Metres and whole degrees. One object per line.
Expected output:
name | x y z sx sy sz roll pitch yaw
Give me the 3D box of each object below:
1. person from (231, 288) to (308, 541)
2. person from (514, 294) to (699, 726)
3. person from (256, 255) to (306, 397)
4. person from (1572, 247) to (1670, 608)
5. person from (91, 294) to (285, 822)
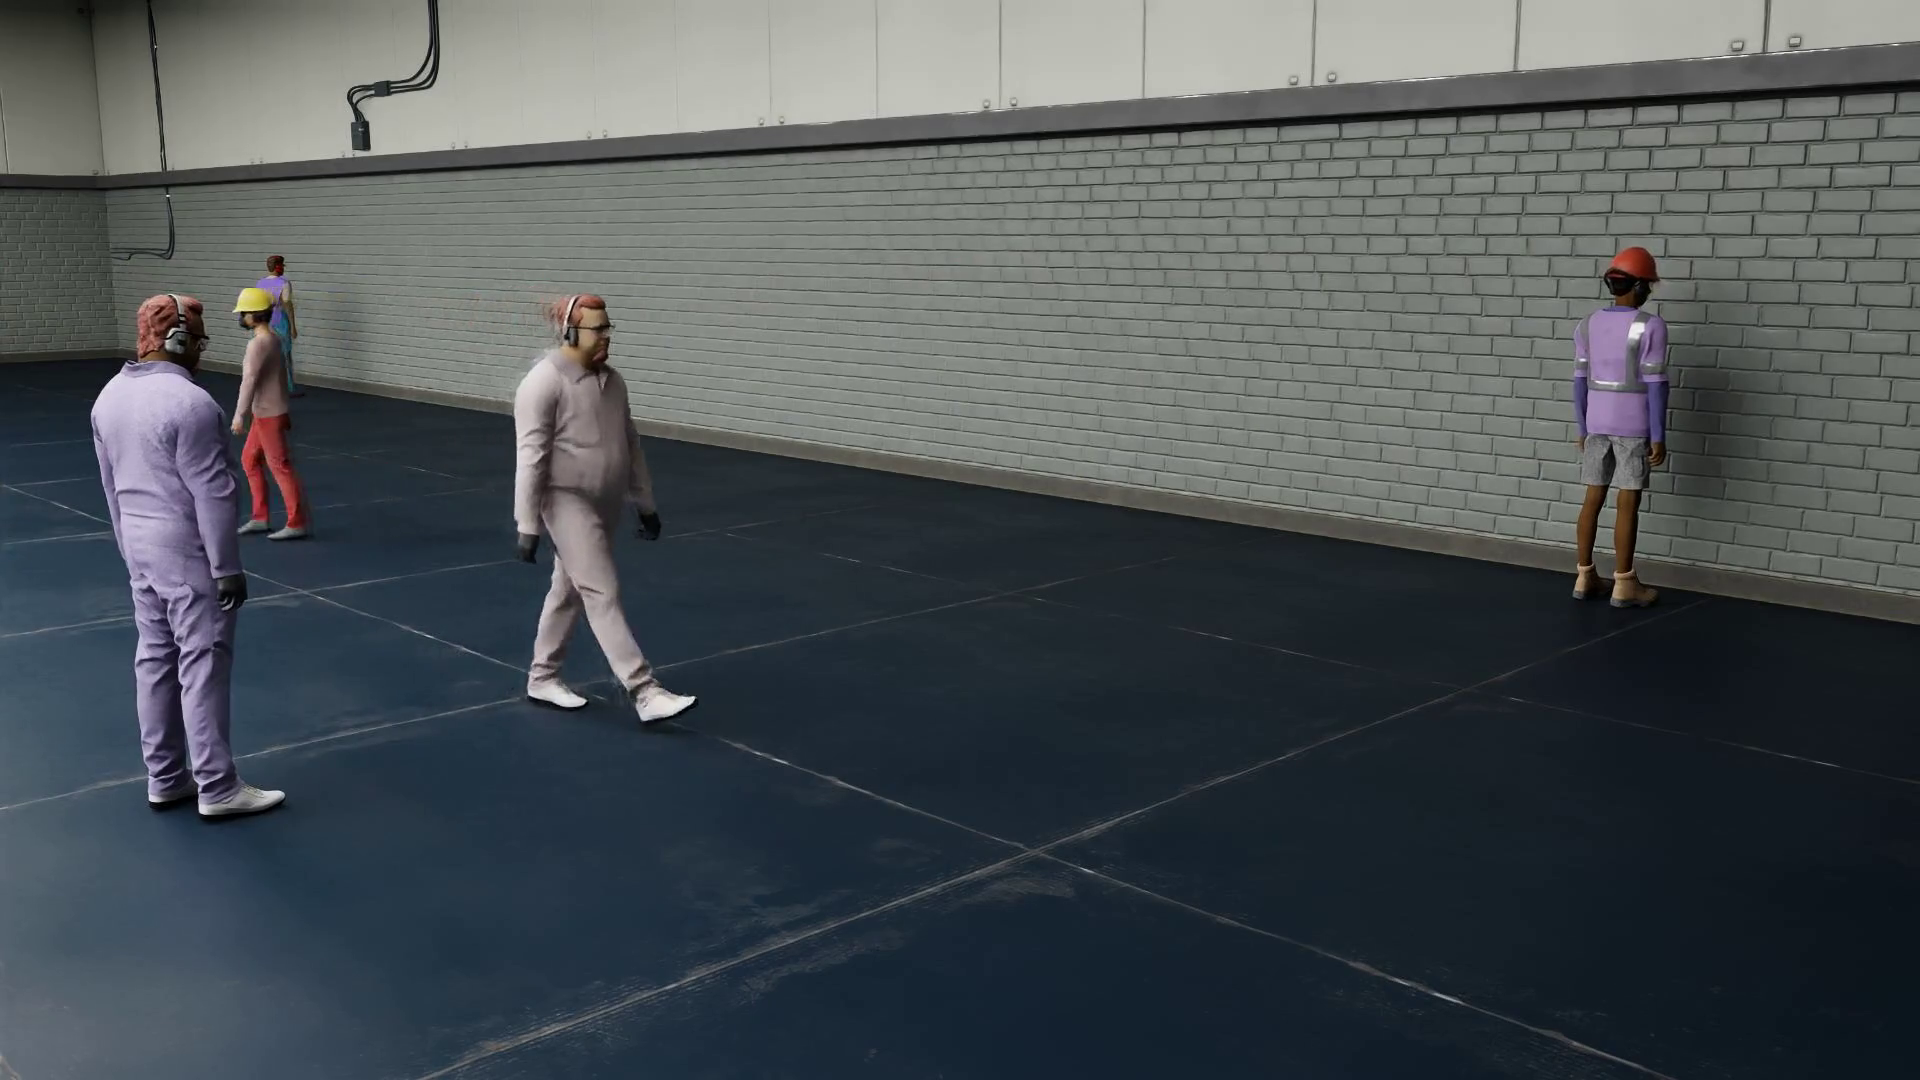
person | -4.873 -0.852 11.486 0.670 1.745 0.531 -2 11 -13
person | -1.557 -0.128 7.217 0.980 1.851 0.674 4 11 21
person | -8.965 -2.802 21.834 0.564 1.847 0.396 5 12 26
person | 3.804 -0.650 9.563 0.369 2.045 0.608 -6 12 -30
person | -2.815 0.064 6.064 0.639 1.902 0.407 7 12 32
